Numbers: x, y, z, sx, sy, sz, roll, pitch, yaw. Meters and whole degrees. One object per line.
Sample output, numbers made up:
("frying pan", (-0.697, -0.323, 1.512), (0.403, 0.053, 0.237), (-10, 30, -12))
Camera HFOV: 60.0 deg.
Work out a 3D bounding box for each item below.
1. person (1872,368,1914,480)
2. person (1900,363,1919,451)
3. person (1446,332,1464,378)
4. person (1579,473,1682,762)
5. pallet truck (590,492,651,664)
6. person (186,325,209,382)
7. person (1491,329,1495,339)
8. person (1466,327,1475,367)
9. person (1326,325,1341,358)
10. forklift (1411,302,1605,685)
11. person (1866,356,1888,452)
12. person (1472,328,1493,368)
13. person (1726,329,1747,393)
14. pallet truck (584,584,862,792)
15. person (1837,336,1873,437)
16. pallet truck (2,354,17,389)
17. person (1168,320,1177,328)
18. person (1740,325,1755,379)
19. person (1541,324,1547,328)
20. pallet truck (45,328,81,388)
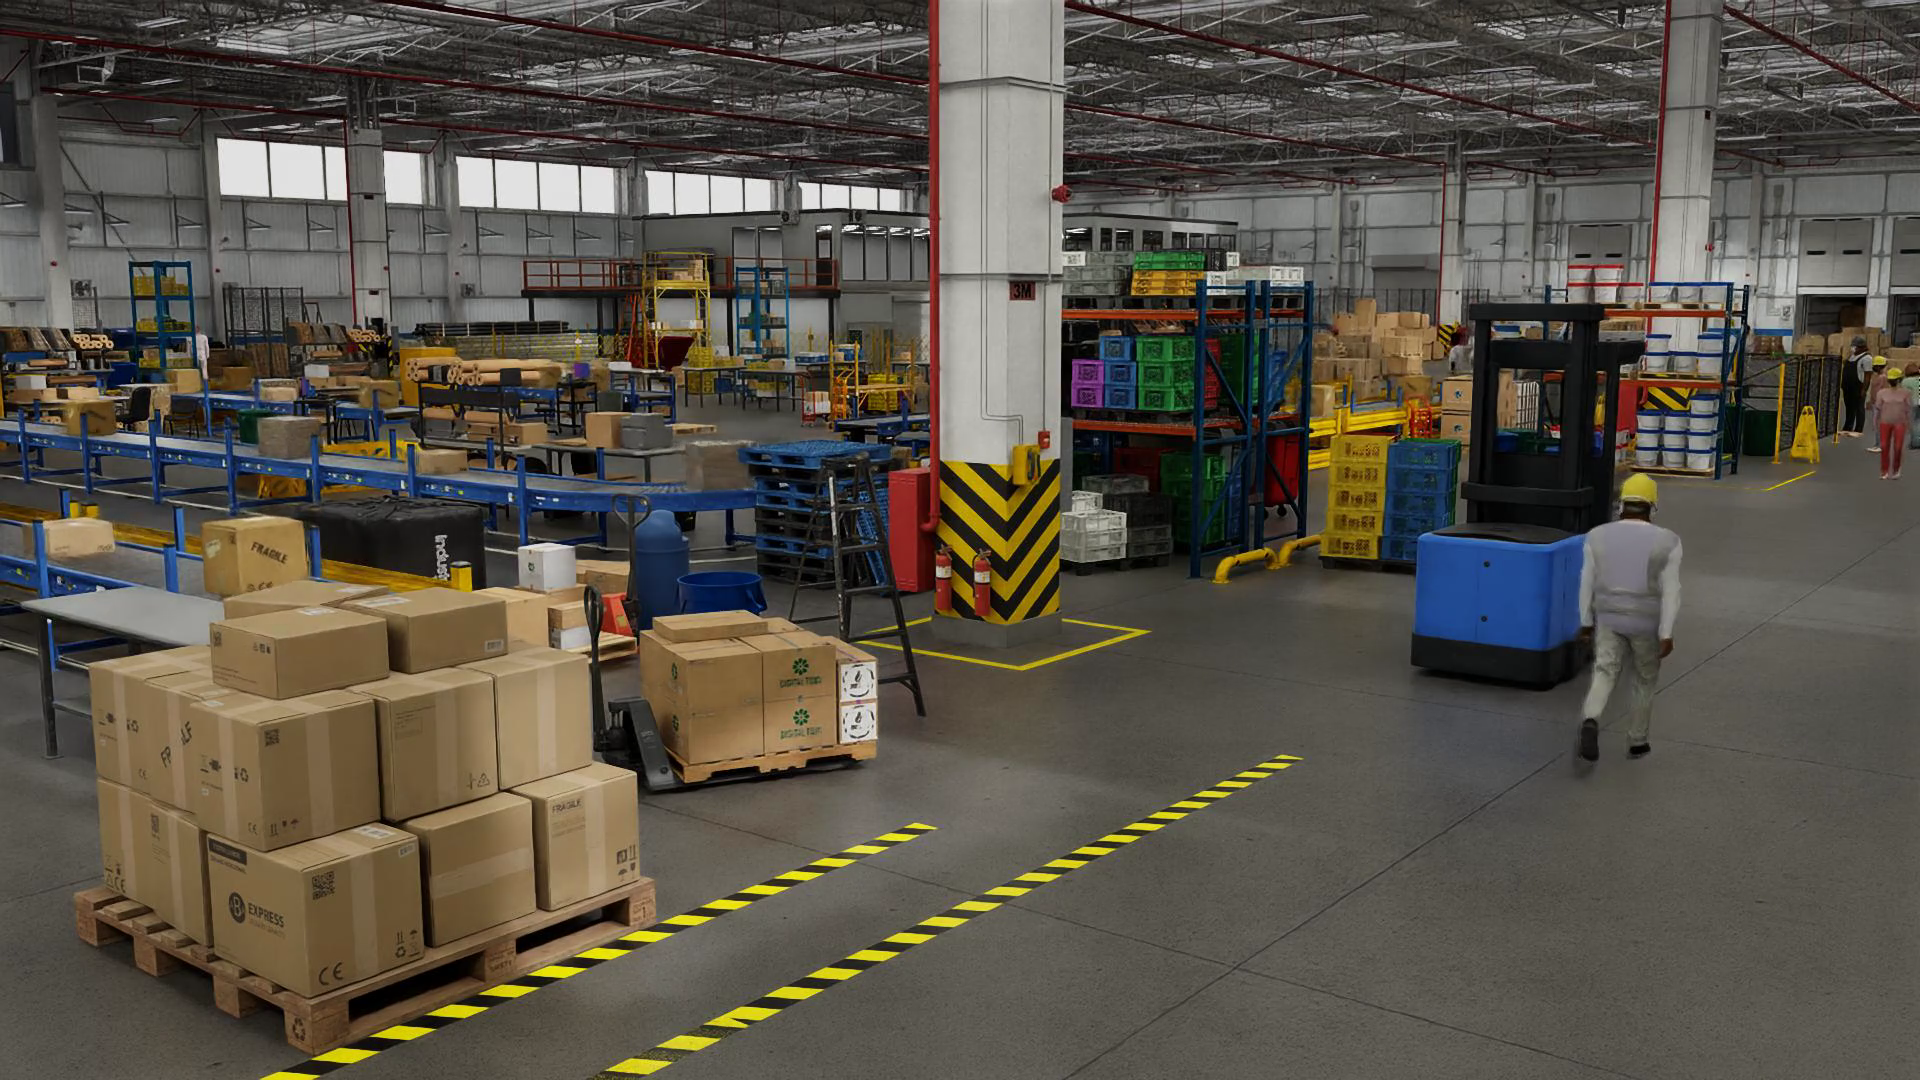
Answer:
("person", (14.429, -1.791, 25.763), (0.543, 1.749, 0.460), (7, 11, 41))
("person", (17.590, -2.470, 30.784), (0.523, 1.602, 0.673), (-1, 8, -4))
("person", (12.471, -4.249, 41.681), (0.813, 1.945, 0.614), (8, 12, 44))
("person", (4.077, 0.495, 10.187), (0.601, 1.808, 0.722), (6, 10, 35))
("pallet truck", (-3.115, 0.344, 12.883), (0.653, 1.274, 1.630), (7, 11, 37))
("person", (-23.515, -5.664, 51.337), (0.643, 1.913, 0.410), (-4, 9, -26))
("person", (13.769, -4.545, 43.509), (0.381, 1.994, 0.615), (1, 9, 10))
("person", (15.955, -5.670, 51.442), (0.565, 1.884, 0.986), (4, 9, 23))
("person", (11.581, -5.757, 51.949), (0.580, 1.923, 0.557), (4, 9, 22))
("forklift", (4.379, -0.438, 12.852), (1.129, 2.768, 1.873), (7, 11, 37))
("person", (16.753, -2.478, 30.379), (0.345, 1.762, 0.525), (3, 9, 17))
("person", (20.051, -7.446, 63.450), (1.004, 1.884, 0.633), (-3, 9, -16))
("person", (22.688, -5.215, 48.488), (0.610, 1.859, 0.530), (0, 8, -2))
("pallet truck", (-1.426, 0.805, 10.019), (1.601, 1.201, 0.680), (-4, 9, -26))
("person", (18.054, -3.097, 33.593), (0.537, 2.000, 0.678), (-1, 8, -5))
("pallet truck", (-24.881, -4.417, 42.634), (1.885, 1.965, 0.823), (8, 11, 41))
("person", (8.813, -8.131, 68.197), (0.865, 1.842, 0.605), (-8, 11, -42))
("person", (26.586, -6.366, 56.322), (0.620, 1.838, 0.430), (1, 8, 7))
("person", (26.611, -9.225, 75.787), (0.638, 1.794, 0.962), (-7, 11, -41))
("pallet truck", (-23.775, -4.544, 43.495), (1.885, 1.965, 0.823), (6, 10, 35))
